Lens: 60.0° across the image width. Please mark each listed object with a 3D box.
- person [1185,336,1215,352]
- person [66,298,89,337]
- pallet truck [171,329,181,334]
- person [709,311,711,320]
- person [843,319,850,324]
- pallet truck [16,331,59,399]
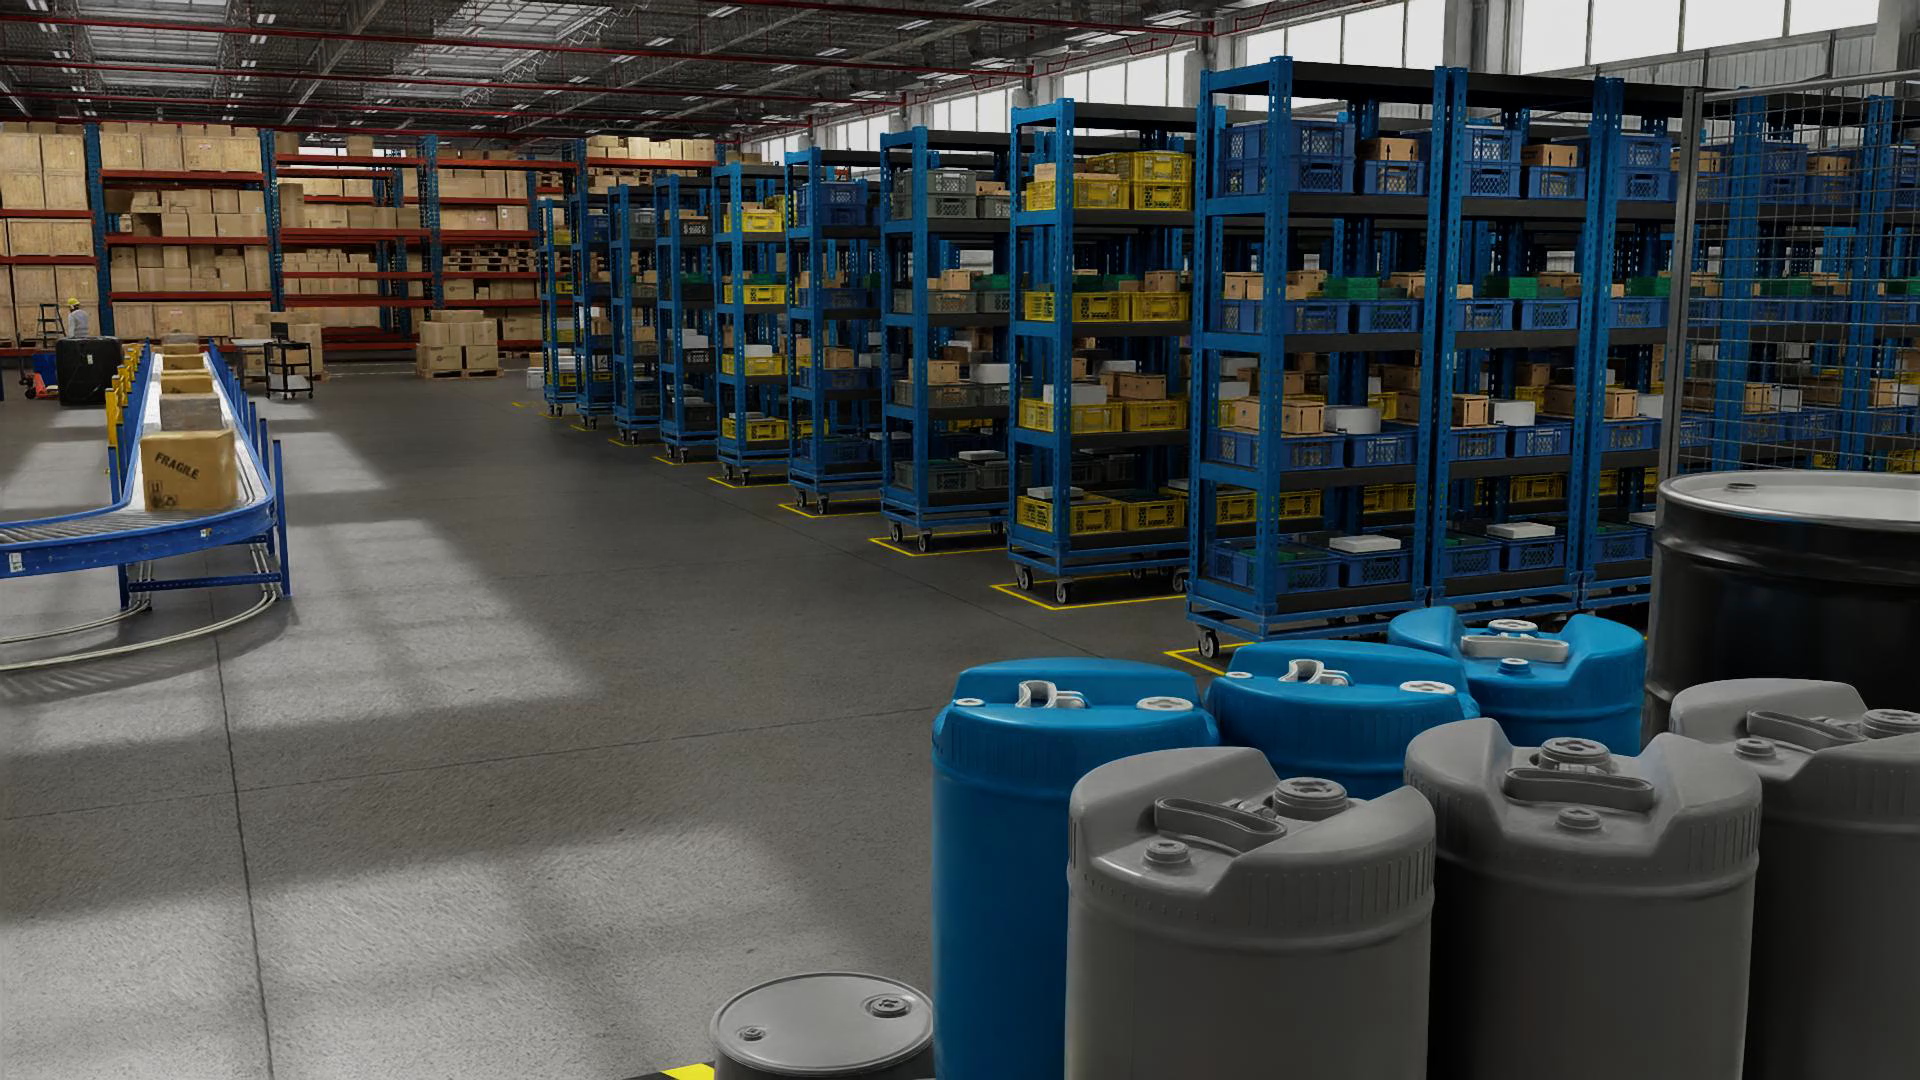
[{"bbox_3d":[3.491,-2.458,24.608,0.565,1.829,0.629,-2,9,-12],"label":"person"},{"bbox_3d":[-20.226,-4.631,38.144,0.422,1.816,0.585,2,9,12],"label":"person"},{"bbox_3d":[-17.275,-3.851,35.096,1.601,1.201,0.680,0,9,1],"label":"pallet truck"},{"bbox_3d":[-7.105,-6.103,47.508,0.861,1.727,0.540,-4,10,-23],"label":"person"},{"bbox_3d":[-3.501,-6.489,49.166,0.628,1.973,0.624,-5,10,-28],"label":"person"},{"bbox_3d":[-17.082,-3.353,31.781,1.630,1.274,0.653,-4,10,-25],"label":"pallet truck"}]
